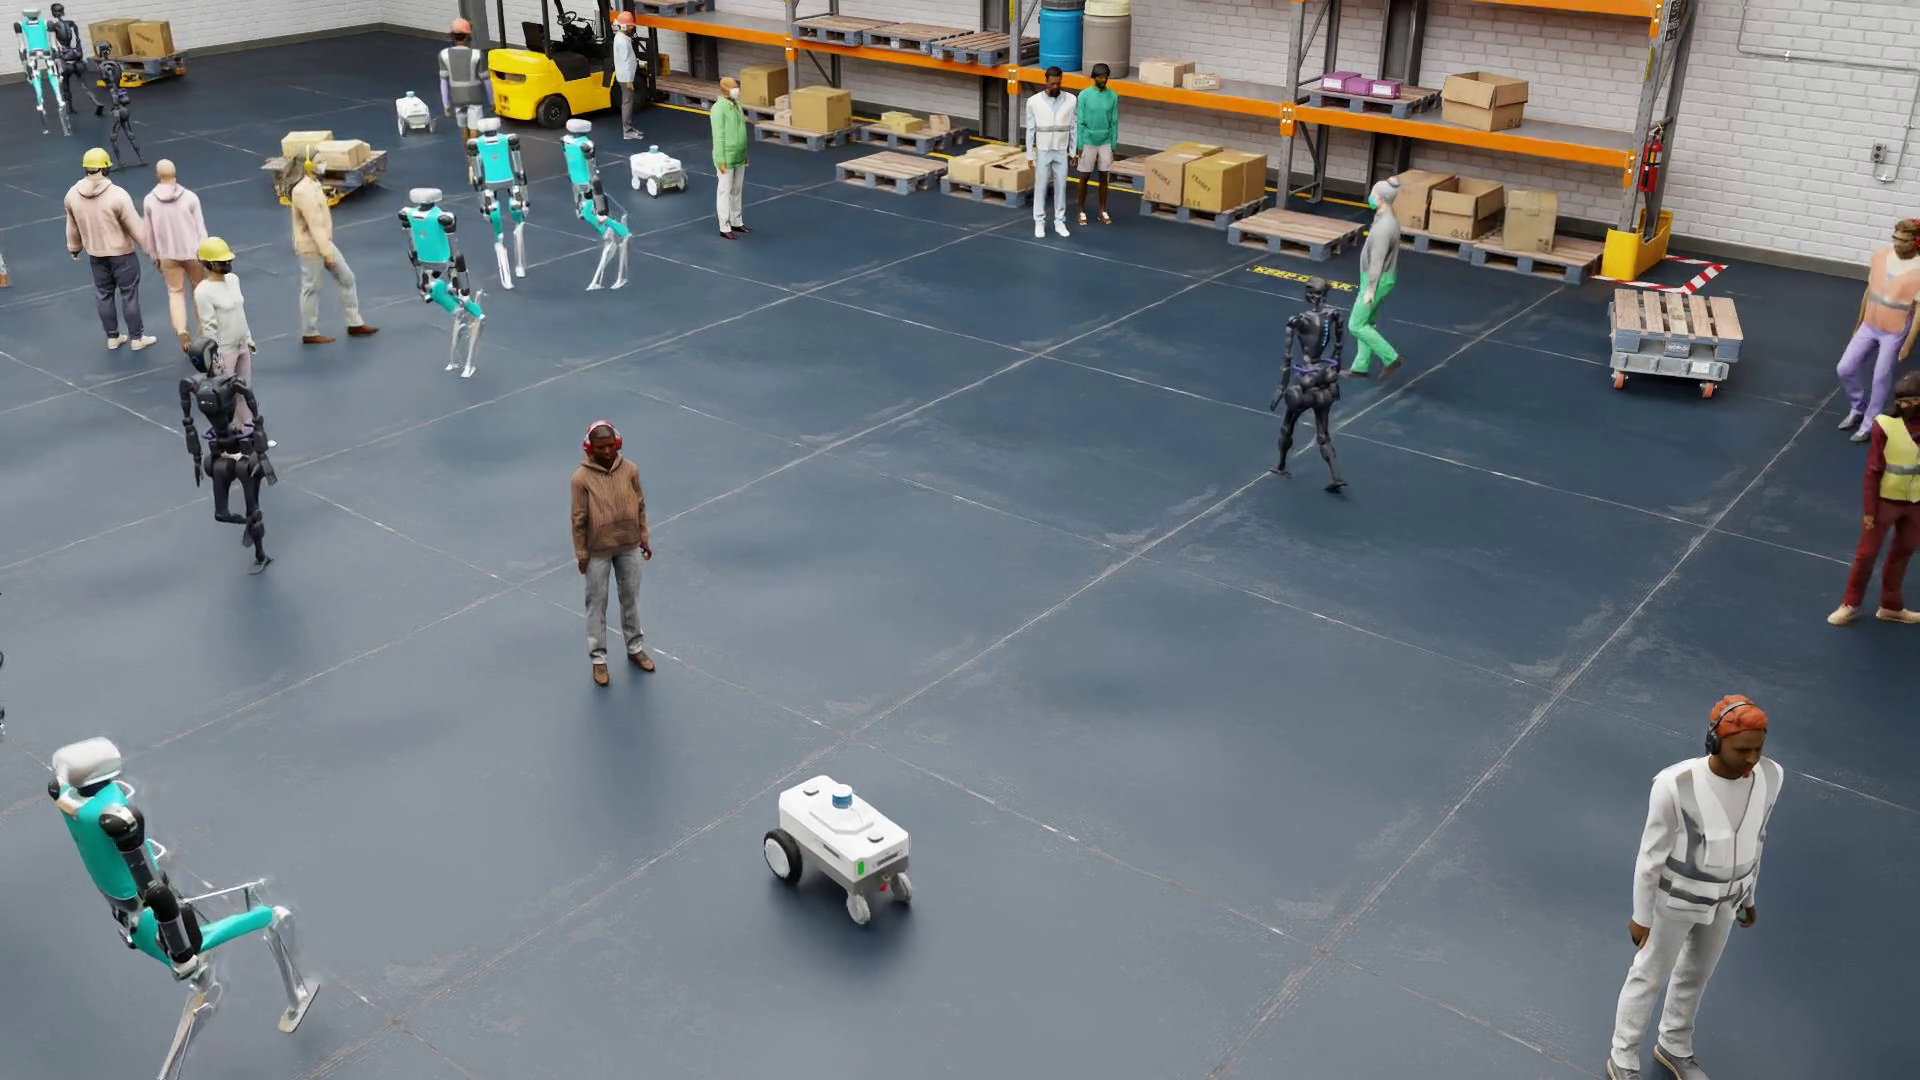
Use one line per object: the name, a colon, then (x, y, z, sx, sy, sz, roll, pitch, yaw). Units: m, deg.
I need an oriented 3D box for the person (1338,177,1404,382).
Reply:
person: (3.615, -2.243, 14.412, 0.508, 1.832, 0.545, 9, 27, 17)

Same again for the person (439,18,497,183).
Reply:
person: (-6.267, -5.640, 21.278, 0.611, 1.996, 0.997, 2, 26, 5)

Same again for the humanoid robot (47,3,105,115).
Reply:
humanoid robot: (-13.269, -7.167, 24.833, 0.718, 1.635, 0.601, 10, 28, 20)

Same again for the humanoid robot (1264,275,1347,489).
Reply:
humanoid robot: (2.642, -1.166, 12.411, 0.609, 1.635, 0.738, -14, 29, -26)

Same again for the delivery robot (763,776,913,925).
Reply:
delivery robot: (-0.575, 1.474, 8.180, 0.499, 0.586, 0.783, -21, 33, -36)

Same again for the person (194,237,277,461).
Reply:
person: (-5.658, -1.488, 12.929, 0.316, 1.769, 0.522, 4, 26, 9)

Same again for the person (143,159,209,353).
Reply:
person: (-7.114, -2.570, 15.183, 0.536, 1.759, 0.730, -8, 27, -16)

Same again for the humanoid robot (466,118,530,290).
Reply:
humanoid robot: (-4.733, -3.511, 17.183, 0.561, 1.782, 0.886, -7, 27, -14)

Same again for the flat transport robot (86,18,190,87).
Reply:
flat transport robot: (-13.585, -7.741, 27.603, 0.659, 0.231, 1.431, 5, 26, 10)

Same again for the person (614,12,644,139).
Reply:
person: (-4.673, -6.542, 23.429, 0.351, 1.738, 0.572, -6, 26, -12)

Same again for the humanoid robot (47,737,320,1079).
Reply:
humanoid robot: (-3.099, 1.477, 6.900, 0.535, 1.781, 1.034, 18, 31, 33)

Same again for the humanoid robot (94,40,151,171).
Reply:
humanoid robot: (-11.036, -5.684, 21.730, 0.541, 1.641, 0.608, -13, 29, -25)

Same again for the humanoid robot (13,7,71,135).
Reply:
humanoid robot: (-12.996, -6.564, 23.562, 0.538, 1.823, 0.807, -9, 27, -18)

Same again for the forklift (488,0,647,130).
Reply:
forklift: (-5.874, -7.334, 24.552, 1.214, 2.155, 2.313, 19, 32, 34)

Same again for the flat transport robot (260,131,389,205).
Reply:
flat transport robot: (-7.882, -4.438, 20.762, 0.659, 0.231, 1.431, 2, 26, 4)

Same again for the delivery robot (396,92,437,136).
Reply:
delivery robot: (-7.886, -6.158, 23.984, 0.499, 0.586, 0.772, -12, 28, -24)

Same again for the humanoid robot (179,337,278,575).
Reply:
humanoid robot: (-4.859, -0.593, 11.187, 0.593, 1.647, 0.447, 2, 26, 4)

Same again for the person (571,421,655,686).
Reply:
person: (-2.063, 0.054, 9.864, 0.458, 1.650, 0.318, -15, 29, -28)

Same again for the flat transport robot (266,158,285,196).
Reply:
flat transport robot: (-8.431, -4.650, 21.201, 0.659, 0.231, 1.431, -12, 28, -23)

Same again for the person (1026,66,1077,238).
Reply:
person: (1.027, -4.379, 18.759, 0.595, 1.909, 0.410, -6, 26, -12)

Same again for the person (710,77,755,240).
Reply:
person: (-2.580, -4.311, 18.758, 0.385, 1.784, 0.539, 12, 28, 23)

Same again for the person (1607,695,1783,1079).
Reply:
person: (2.961, 1.458, 6.695, 0.582, 1.882, 0.350, -7, 27, -14)

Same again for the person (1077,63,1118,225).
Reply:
person: (1.581, -4.594, 19.280, 0.498, 1.843, 0.399, -5, 26, -11)

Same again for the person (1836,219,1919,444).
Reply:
person: (7.340, -1.652, 13.192, 0.467, 1.827, 0.576, -12, 28, -23)

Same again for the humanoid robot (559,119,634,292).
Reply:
humanoid robot: (-3.616, -3.433, 16.999, 0.775, 1.777, 0.535, -22, 33, -37)

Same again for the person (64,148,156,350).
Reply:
person: (-7.773, -2.639, 15.219, 0.814, 1.854, 0.432, 1, 26, 2)

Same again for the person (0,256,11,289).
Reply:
person: (-10.130, -3.327, 16.626, 0.694, 1.874, 1.093, 6, 26, 12)

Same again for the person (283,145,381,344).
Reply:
person: (-5.842, -2.714, 15.383, 0.823, 1.843, 0.567, -3, 26, -7)

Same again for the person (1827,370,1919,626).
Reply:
person: (5.929, -0.243, 10.388, 0.651, 1.753, 0.372, 2, 26, 5)

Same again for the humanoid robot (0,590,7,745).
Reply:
humanoid robot: (-4.911, 0.948, 7.987, 0.785, 1.832, 0.560, 2, 26, 3)

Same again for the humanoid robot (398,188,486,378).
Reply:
humanoid robot: (-4.441, -2.259, 14.593, 0.566, 1.794, 0.792, 9, 27, 17)

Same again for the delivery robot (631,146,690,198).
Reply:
delivery robot: (-3.780, -4.603, 20.796, 0.499, 0.614, 0.808, -23, 34, -39)
